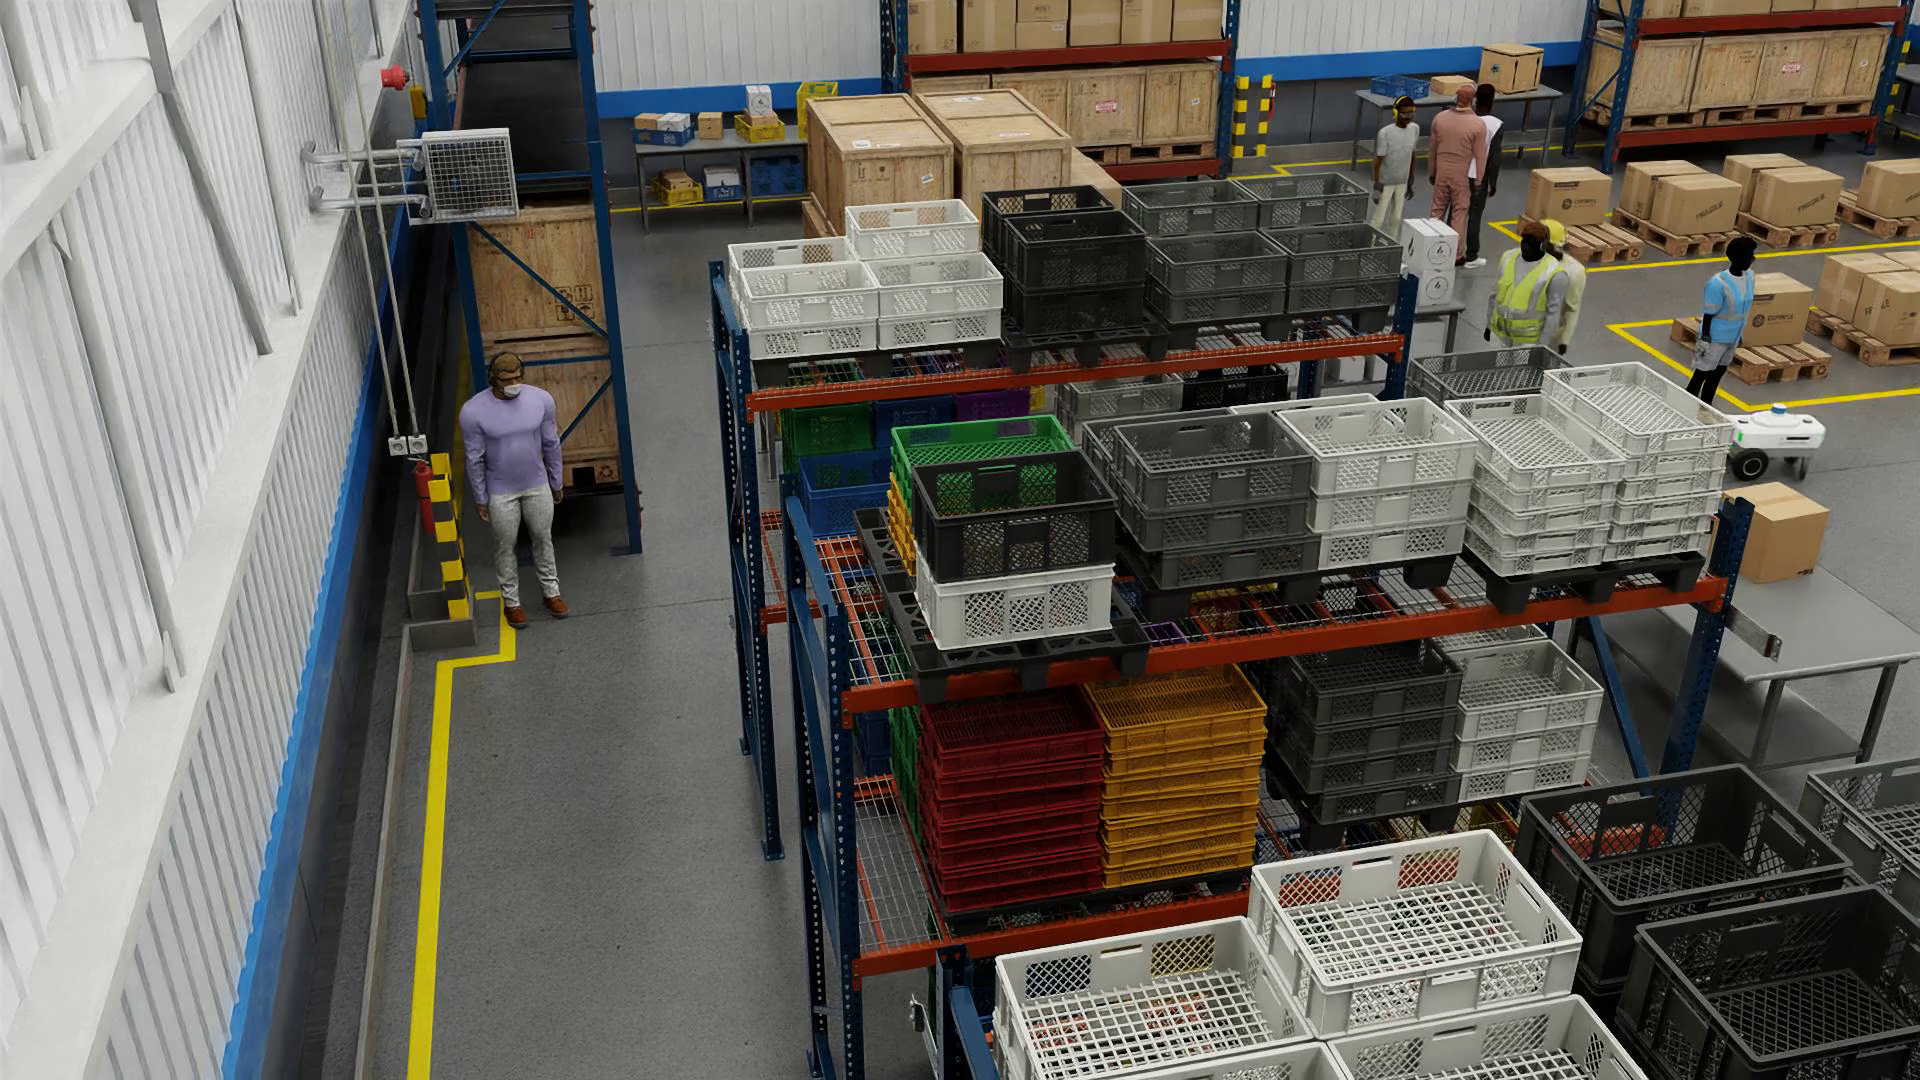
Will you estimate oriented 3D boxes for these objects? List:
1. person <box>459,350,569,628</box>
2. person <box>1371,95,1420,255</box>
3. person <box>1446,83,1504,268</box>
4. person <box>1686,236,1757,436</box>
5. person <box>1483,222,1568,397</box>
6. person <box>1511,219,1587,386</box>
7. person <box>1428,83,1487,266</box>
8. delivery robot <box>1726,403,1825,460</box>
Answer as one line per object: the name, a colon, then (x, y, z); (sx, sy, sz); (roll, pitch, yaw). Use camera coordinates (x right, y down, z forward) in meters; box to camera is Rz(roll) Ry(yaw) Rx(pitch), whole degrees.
person: (-2.894, -0.344, 10.907); (0.625, 1.933, 0.374); (-15, 31, -26)
person: (4.539, -3.723, 17.395); (0.515, 1.863, 0.348); (-11, 30, -20)
person: (5.395, -3.841, 17.550); (0.399, 1.920, 0.589); (-25, 37, -38)
person: (6.262, -1.675, 13.675); (0.542, 1.695, 0.316); (-16, 32, -28)
person: (4.541, -1.692, 13.552); (0.429, 1.847, 0.627); (-21, 34, -34)
person: (4.778, -1.736, 13.673); (0.562, 1.806, 0.508); (14, 31, 25)
person: (5.266, -3.868, 17.616); (0.409, 1.905, 0.651); (-24, 36, -38)
delivery robot: (6.465, -0.850, 13.231); (0.707, 0.478, 0.477); (-1, 28, -1)
